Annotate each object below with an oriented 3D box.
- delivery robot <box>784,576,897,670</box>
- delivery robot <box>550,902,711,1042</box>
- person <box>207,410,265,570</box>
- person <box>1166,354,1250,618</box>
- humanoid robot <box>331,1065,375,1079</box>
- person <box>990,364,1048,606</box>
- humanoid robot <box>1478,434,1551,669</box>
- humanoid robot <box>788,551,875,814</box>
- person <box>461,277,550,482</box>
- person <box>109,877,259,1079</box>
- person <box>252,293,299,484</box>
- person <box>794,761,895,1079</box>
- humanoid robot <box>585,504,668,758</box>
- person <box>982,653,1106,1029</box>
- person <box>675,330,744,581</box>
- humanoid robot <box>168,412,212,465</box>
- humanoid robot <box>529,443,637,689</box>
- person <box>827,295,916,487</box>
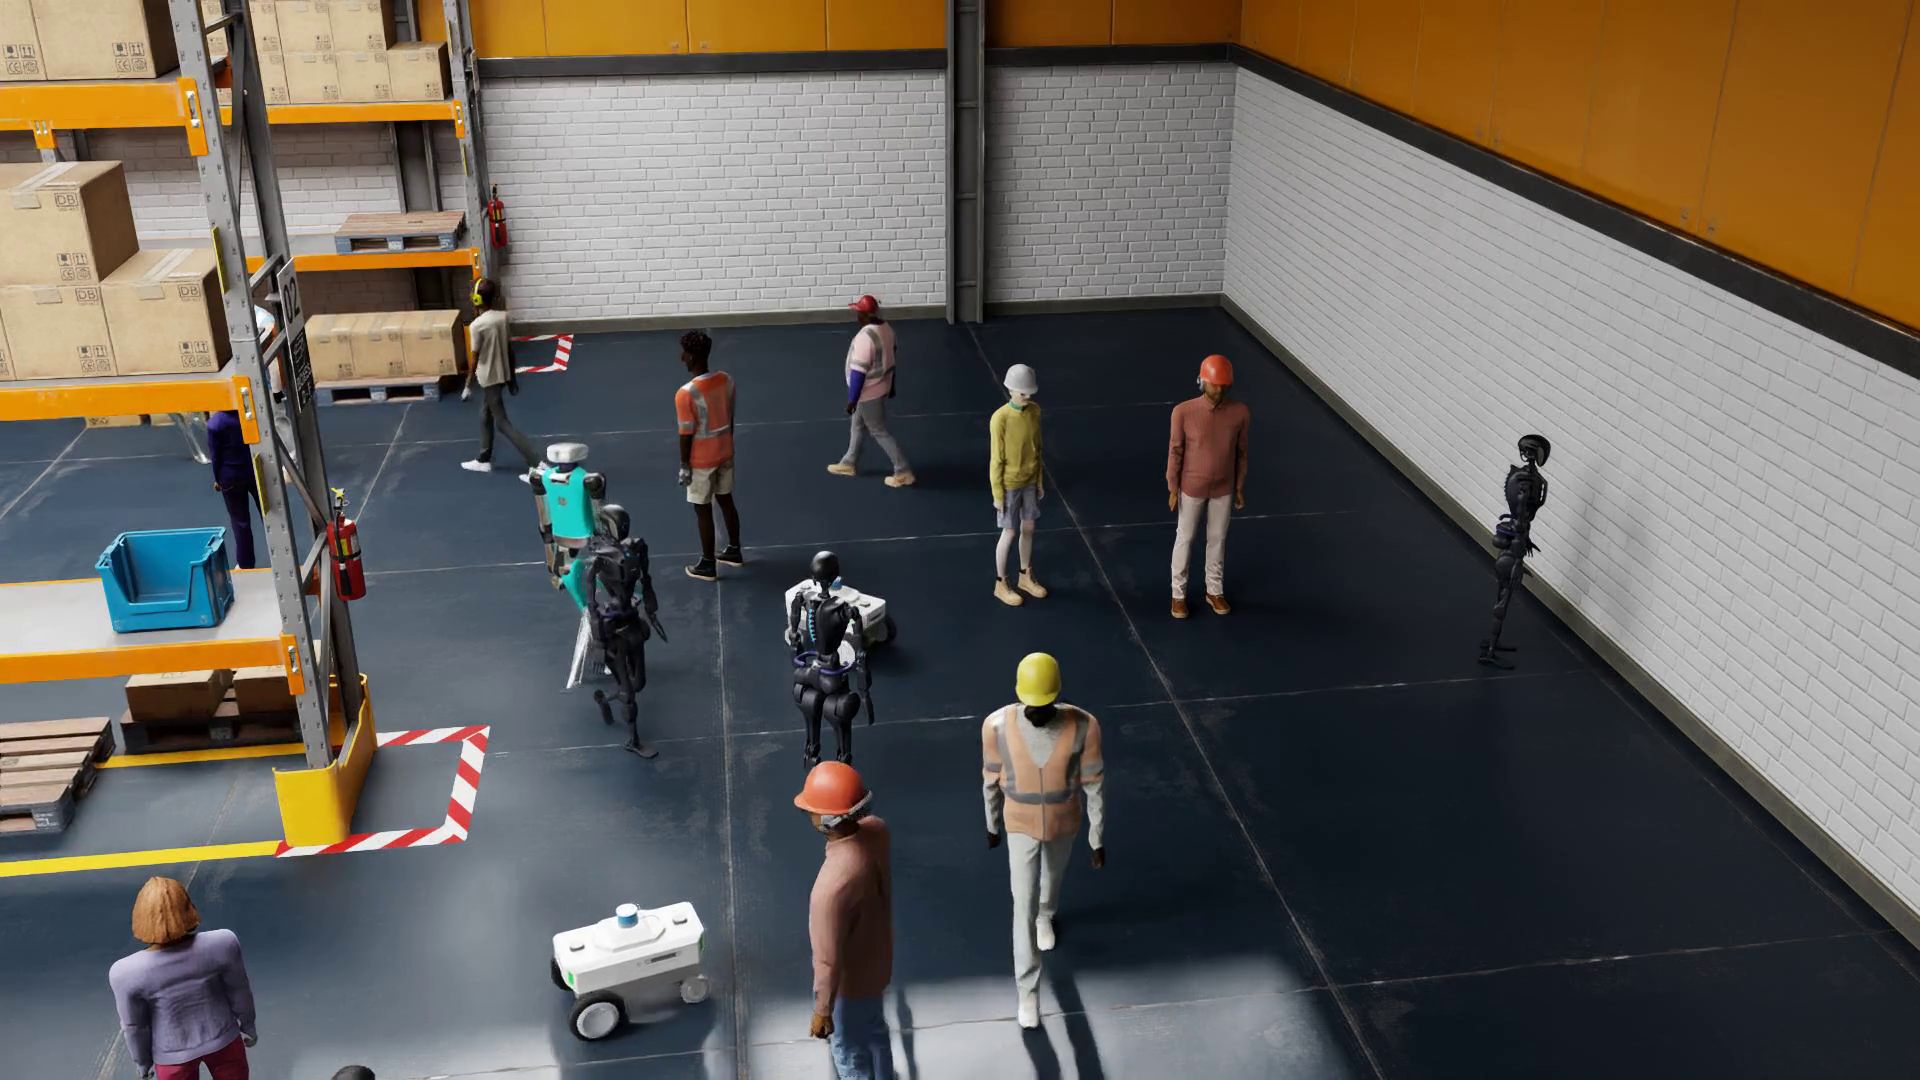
[{"bbox_3d":[-0.870,0.549,11.799,0.806,0.602,0.499,14,27,29],"label":"delivery robot"},{"bbox_3d":[-1.645,2.073,8.274,0.734,0.560,0.499,-10,26,-22],"label":"delivery robot"},{"bbox_3d":[-5.517,-0.492,12.829,0.451,1.623,0.316,-19,30,-37],"label":"person"},{"bbox_3d":[1.803,-0.393,12.145,0.610,1.997,0.376,-5,24,-10],"label":"person"},{"bbox_3d":[-2.039,2.527,5.906,0.589,1.633,0.690,-1,24,-2],"label":"humanoid robot"},{"bbox_3d":[0.419,-0.420,12.359,0.487,1.879,0.411,-19,30,-37],"label":"person"},{"bbox_3d":[3.854,0.050,11.512,0.315,1.657,0.599,10,26,21],"label":"humanoid robot"},{"bbox_3d":[-0.774,0.842,9.706,0.599,1.659,0.315,16,28,31],"label":"humanoid robot"},{"bbox_3d":[-4.085,-1.404,14.658,0.925,1.836,0.526,6,25,14],"label":"person"},{"bbox_3d":[-3.171,2.101,6.908,0.498,1.633,0.288,-14,28,-30],"label":"person"},{"bbox_3d":[-6.173,-1.382,14.608,0.622,1.835,0.431,12,27,26],"label":"person"},{"bbox_3d":[-0.481,1.833,7.110,0.427,1.984,0.634,7,25,16],"label":"person"},{"bbox_3d":[-2.164,0.537,10.441,0.643,1.634,0.589,14,27,29],"label":"humanoid robot"},{"bbox_3d":[0.410,1.391,8.226,0.603,1.869,0.989,0,24,0],"label":"person"},{"bbox_3d":[-1.942,-0.656,12.801,0.386,1.956,0.603,15,28,30],"label":"person"},{"bbox_3d":[-6.986,-1.532,15.071,0.706,1.786,0.544,2,24,6],"label":"humanoid robot"},{"bbox_3d":[-2.497,0.143,11.267,0.553,1.806,0.820,7,25,15],"label":"humanoid robot"},{"bbox_3d":[-0.773,-1.311,14.587,0.891,1.711,0.625,8,25,18],"label":"person"}]
